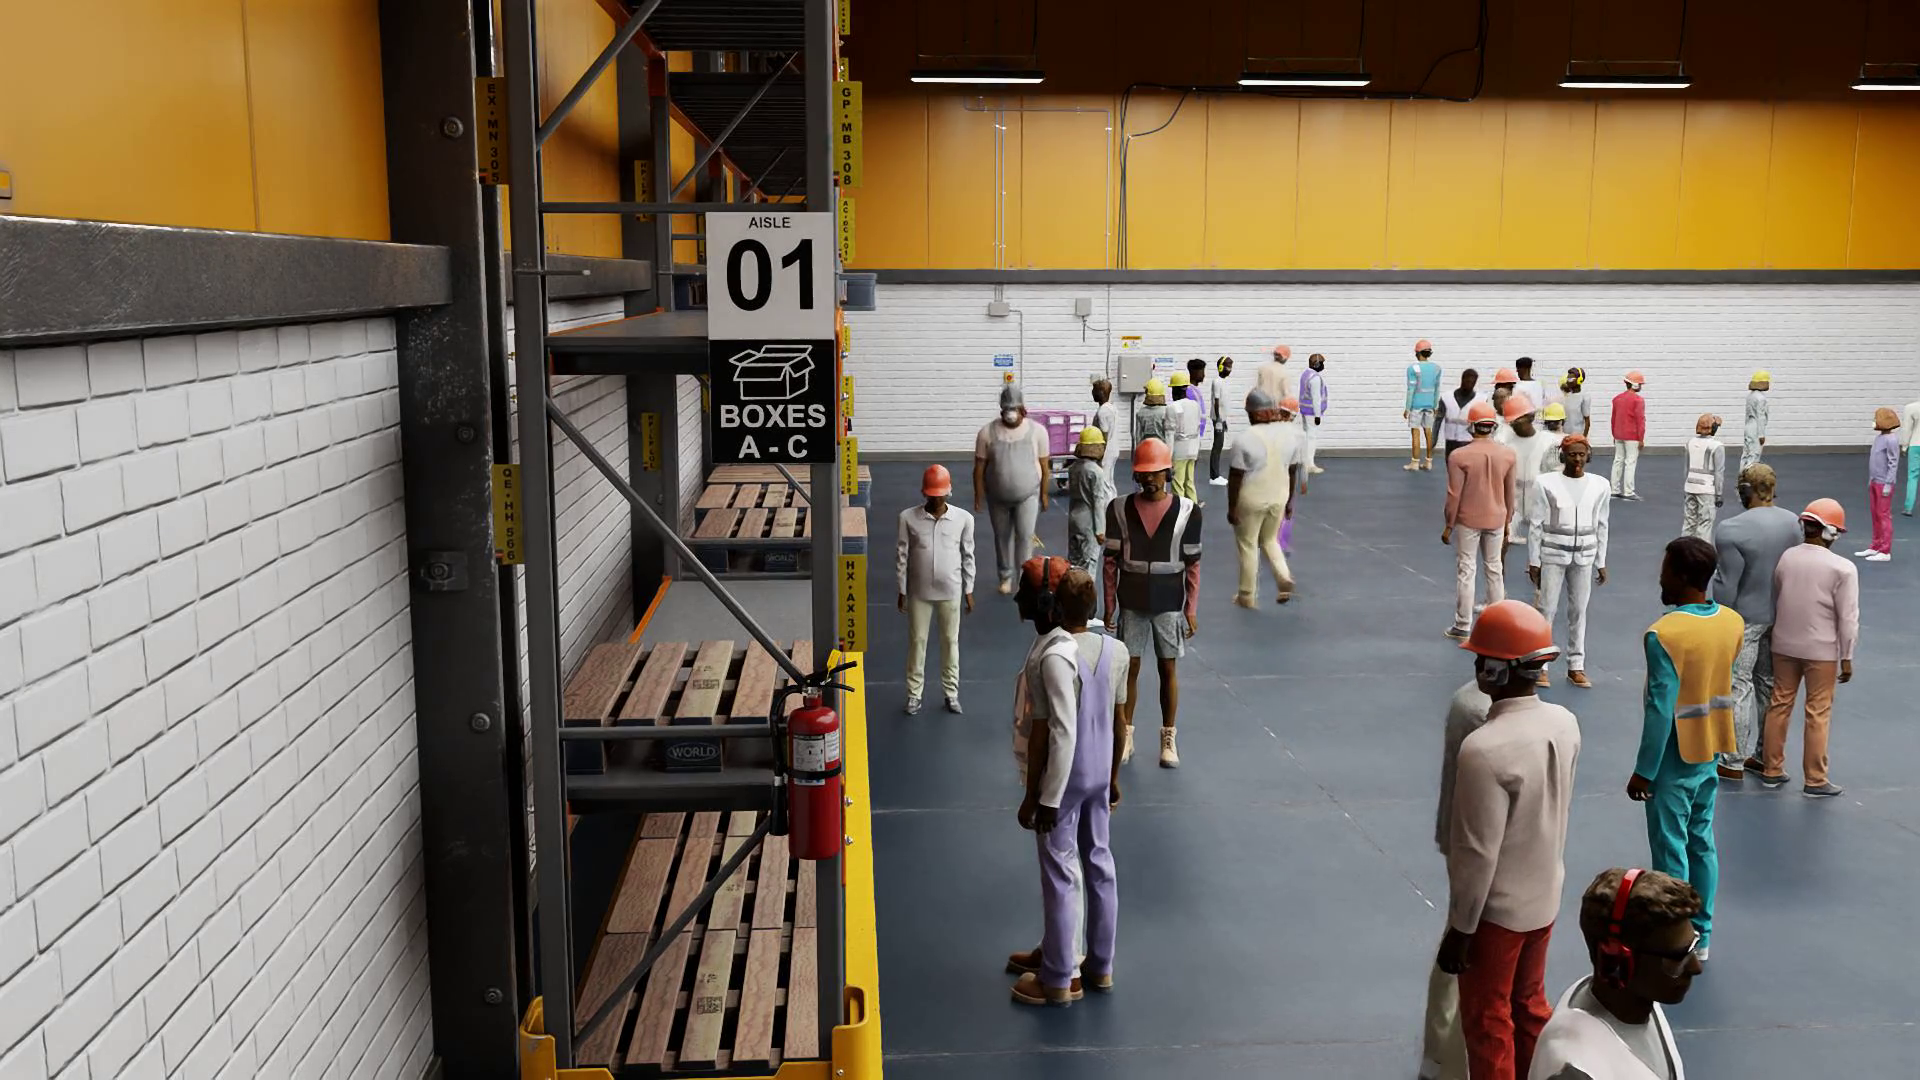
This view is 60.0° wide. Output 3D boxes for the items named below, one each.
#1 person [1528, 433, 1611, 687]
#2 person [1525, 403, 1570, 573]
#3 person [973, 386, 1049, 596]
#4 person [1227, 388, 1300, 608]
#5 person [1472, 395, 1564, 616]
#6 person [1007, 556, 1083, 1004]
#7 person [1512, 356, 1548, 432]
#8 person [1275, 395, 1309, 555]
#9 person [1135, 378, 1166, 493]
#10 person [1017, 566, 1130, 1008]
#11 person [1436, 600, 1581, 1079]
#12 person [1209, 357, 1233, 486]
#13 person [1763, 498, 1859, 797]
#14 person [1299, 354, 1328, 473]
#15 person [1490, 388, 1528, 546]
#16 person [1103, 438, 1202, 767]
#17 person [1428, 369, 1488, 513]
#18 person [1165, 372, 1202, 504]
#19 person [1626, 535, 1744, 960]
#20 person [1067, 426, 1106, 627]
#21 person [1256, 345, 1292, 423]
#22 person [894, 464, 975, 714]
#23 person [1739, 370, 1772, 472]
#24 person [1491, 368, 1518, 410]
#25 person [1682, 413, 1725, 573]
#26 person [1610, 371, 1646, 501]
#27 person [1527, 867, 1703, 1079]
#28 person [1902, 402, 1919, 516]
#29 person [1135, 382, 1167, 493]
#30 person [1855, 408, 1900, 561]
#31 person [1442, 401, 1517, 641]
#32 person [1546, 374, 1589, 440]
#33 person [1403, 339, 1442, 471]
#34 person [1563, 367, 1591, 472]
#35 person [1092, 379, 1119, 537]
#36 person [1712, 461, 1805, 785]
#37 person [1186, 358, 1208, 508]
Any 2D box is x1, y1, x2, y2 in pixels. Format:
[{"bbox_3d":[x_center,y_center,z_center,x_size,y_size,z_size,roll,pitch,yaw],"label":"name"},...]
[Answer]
[{"bbox_3d":[4.478,0.153,12.255,0.575,1.882,0.355,0,9,2],"label":"person"},{"bbox_3d":[5.987,-0.513,16.838,0.521,1.758,0.349,6,11,34],"label":"person"},{"bbox_3d":[0.467,-0.451,15.548,0.706,2.000,0.984,1,9,8],"label":"person"},{"bbox_3d":[2.708,-0.374,15.067,0.704,2.000,0.628,-4,10,-23],"label":"person"},{"bbox_3d":[4.973,-0.288,14.726,0.694,1.982,0.759,4,10,23],"label":"person"},{"bbox_3d":[0.378,0.995,6.965,0.360,1.882,0.575,0,9,2],"label":"person"},{"bbox_3d":[7.685,-1.547,22.781,0.614,1.933,0.758,-6,11,-35],"label":"person"},{"bbox_3d":[3.517,-0.695,18.017,0.585,1.737,0.377,8,12,41],"label":"person"},{"bbox_3d":[2.383,-1.141,20.773,0.348,1.756,0.518,-2,9,-10],"label":"person"},{"bbox_3d":[0.467,1.018,6.935,0.514,1.845,0.337,-6,11,-34],"label":"person"},{"bbox_3d":[1.773,1.180,5.450,0.620,1.994,0.381,-9,12,-43],"label":"person"},{"bbox_3d":[3.789,-1.724,24.098,0.328,1.865,0.520,3,9,17],"label":"person"},{"bbox_3d":[4.982,0.621,9.748,0.350,1.739,0.566,-6,11,-32],"label":"person"},{"bbox_3d":[5.441,-1.950,25.622,0.430,1.836,0.631,0,9,-2],"label":"person"},{"bbox_3d":[6.021,-0.783,18.391,0.700,1.802,0.371,-5,10,-28],"label":"person"},{"bbox_3d":[1.177,0.389,10.267,0.607,2.044,0.378,2,9,11],"label":"person"},{"bbox_3d":[6.229,-1.205,20.863,0.668,1.857,0.974,5,10,27],"label":"person"},{"bbox_3d":[2.560,-0.995,19.365,0.398,1.920,0.589,8,12,43],"label":"person"},{"bbox_3d":[3.146,0.933,7.243,0.593,1.919,0.391,-7,11,-36],"label":"person"},{"bbox_3d":[1.107,-0.118,14.425,0.345,1.738,0.485,-5,10,-28],"label":"person"},{"bbox_3d":[4.903,-2.084,26.077,0.560,1.953,0.655,-9,12,-43],"label":"person"},{"bbox_3d":[-0.173,0.340,11.507,0.560,1.743,0.334,-1,9,-4],"label":"person"},{"bbox_3d":[10.894,-1.448,22.740,0.302,1.744,0.485,1,9,5],"label":"person"},{"bbox_3d":[6.468,-1.077,19.800,0.370,1.935,0.552,1,9,8],"label":"person"},{"bbox_3d":[7.581,-0.475,16.989,0.312,1.634,0.514,-3,9,-17],"label":"person"},{"bbox_3d":[9.055,-1.410,22.476,0.341,1.747,0.570,-3,10,-19],"label":"person"},{"bbox_3d":[1.330,1.566,3.489,0.389,1.846,0.565,5,10,29],"label":"person"},{"bbox_3d":[12.123,-1.165,20.891,0.522,1.768,0.311,4,10,26],"label":"person"},{"bbox_3d":[2.365,-1.043,20.200,0.488,1.744,0.296,5,11,31],"label":"person"},{"bbox_3d":[9.805,-0.593,17.714,0.268,1.632,0.509,2,9,10],"label":"person"},{"bbox_3d":[4.299,-0.151,13.804,0.611,1.996,0.379,-2,9,-10],"label":"person"},{"bbox_3d":[7.912,-1.291,21.690,0.532,1.767,0.323,4,10,24],"label":"person"},{"bbox_3d":[7.138,-2.081,25.777,0.615,2.042,0.374,-4,10,-22],"label":"person"},{"bbox_3d":[7.807,-1.265,21.194,0.329,1.873,0.514,-2,9,-13],"label":"person"},{"bbox_3d":[1.666,-0.939,19.222,0.329,1.844,0.509,3,10,20],"label":"person"},{"bbox_3d":[4.723,0.497,9.936,0.630,1.934,0.372,-3,10,-20],"label":"person"},{"bbox_3d":[3.042,-1.401,21.754,0.367,1.962,0.612,2,9,13],"label":"person"}]
